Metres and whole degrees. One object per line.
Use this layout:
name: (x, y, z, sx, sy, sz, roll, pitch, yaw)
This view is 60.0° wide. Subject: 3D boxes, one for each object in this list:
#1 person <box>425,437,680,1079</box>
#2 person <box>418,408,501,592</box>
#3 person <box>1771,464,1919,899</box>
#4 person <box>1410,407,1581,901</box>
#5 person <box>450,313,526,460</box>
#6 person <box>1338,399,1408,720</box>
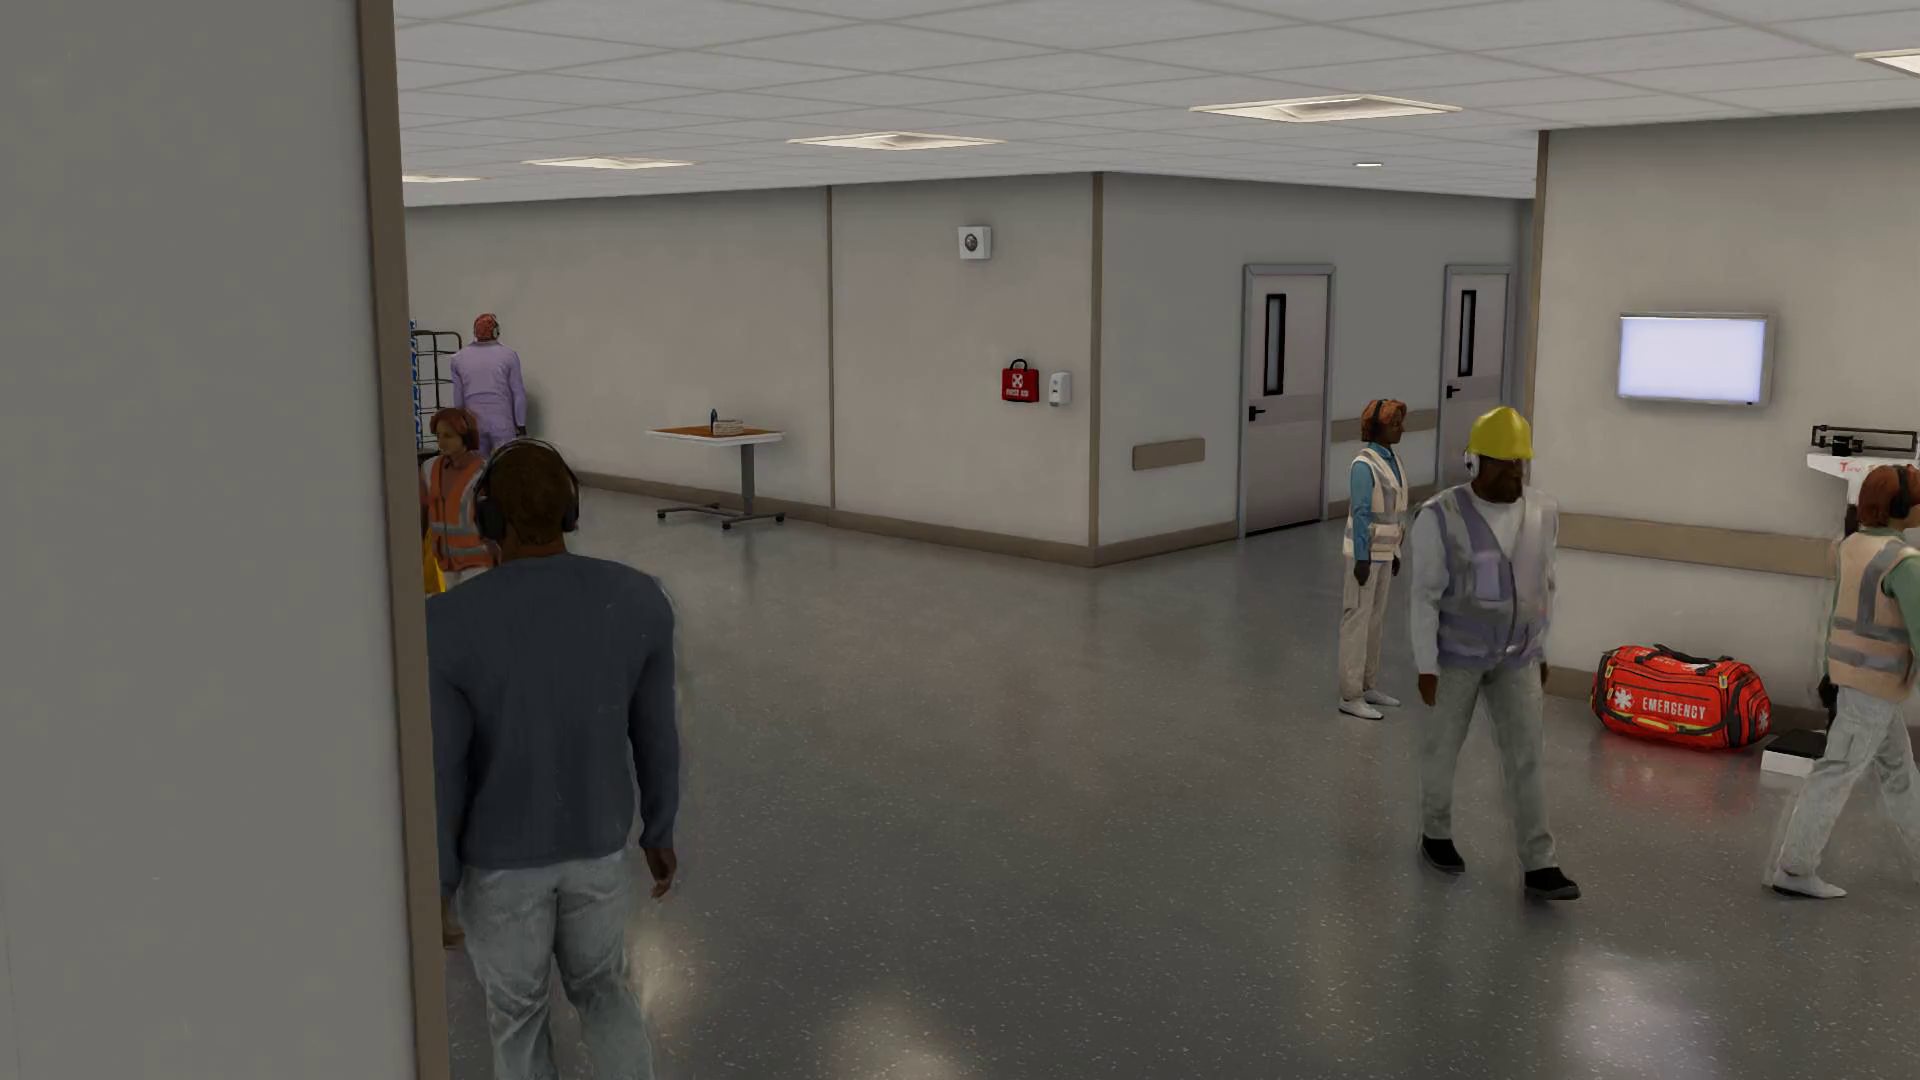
person: (-0.926, 0.726, 3.825, 0.644, 1.924, 0.663, -6, 11, -34)
person: (-2.539, 0.156, 8.292, 0.536, 1.609, 0.769, 5, 11, 30)
person: (3.381, 0.533, 5.973, 0.831, 1.601, 0.521, 2, 9, 12)
person: (1.962, 0.421, 6.083, 0.620, 1.792, 0.873, -1, 9, -9)
person: (-4.170, -1.059, 14.817, 0.643, 1.909, 0.410, 0, 9, 2)
person: (2.141, 0.087, 8.599, 0.315, 1.641, 0.515, 6, 11, 33)
